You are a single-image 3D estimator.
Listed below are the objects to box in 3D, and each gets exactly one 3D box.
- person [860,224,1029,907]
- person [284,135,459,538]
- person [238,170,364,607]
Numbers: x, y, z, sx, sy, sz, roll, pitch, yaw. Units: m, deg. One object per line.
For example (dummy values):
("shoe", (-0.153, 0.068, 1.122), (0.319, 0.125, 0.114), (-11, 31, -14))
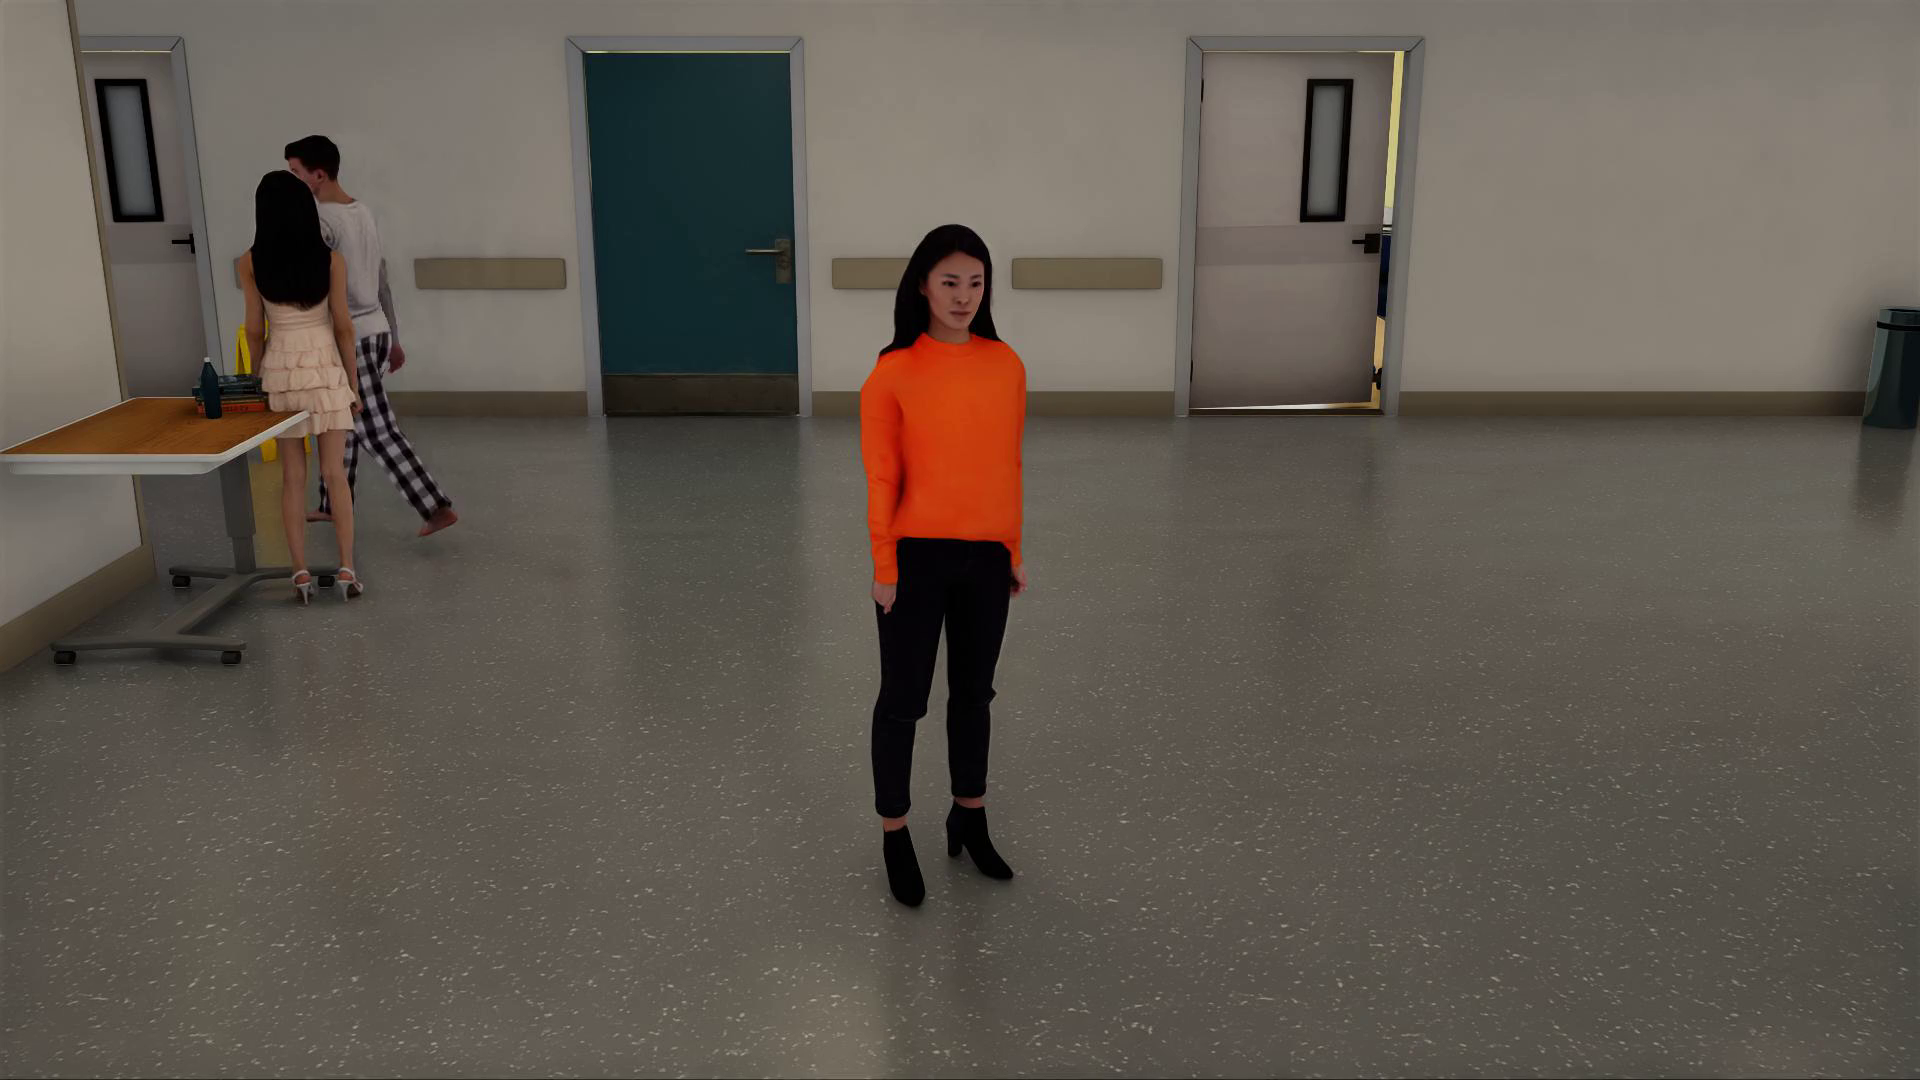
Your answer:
("person", (-0.045, 0.062, 4.307), (0.657, 1.749, 0.767), (-9, 18, -29))
("person", (-2.631, -0.845, 7.446), (1.233, 1.792, 0.890), (5, 17, 18))
("person", (-2.633, -0.598, 6.680), (0.541, 1.732, 0.676), (-4, 16, -14))
